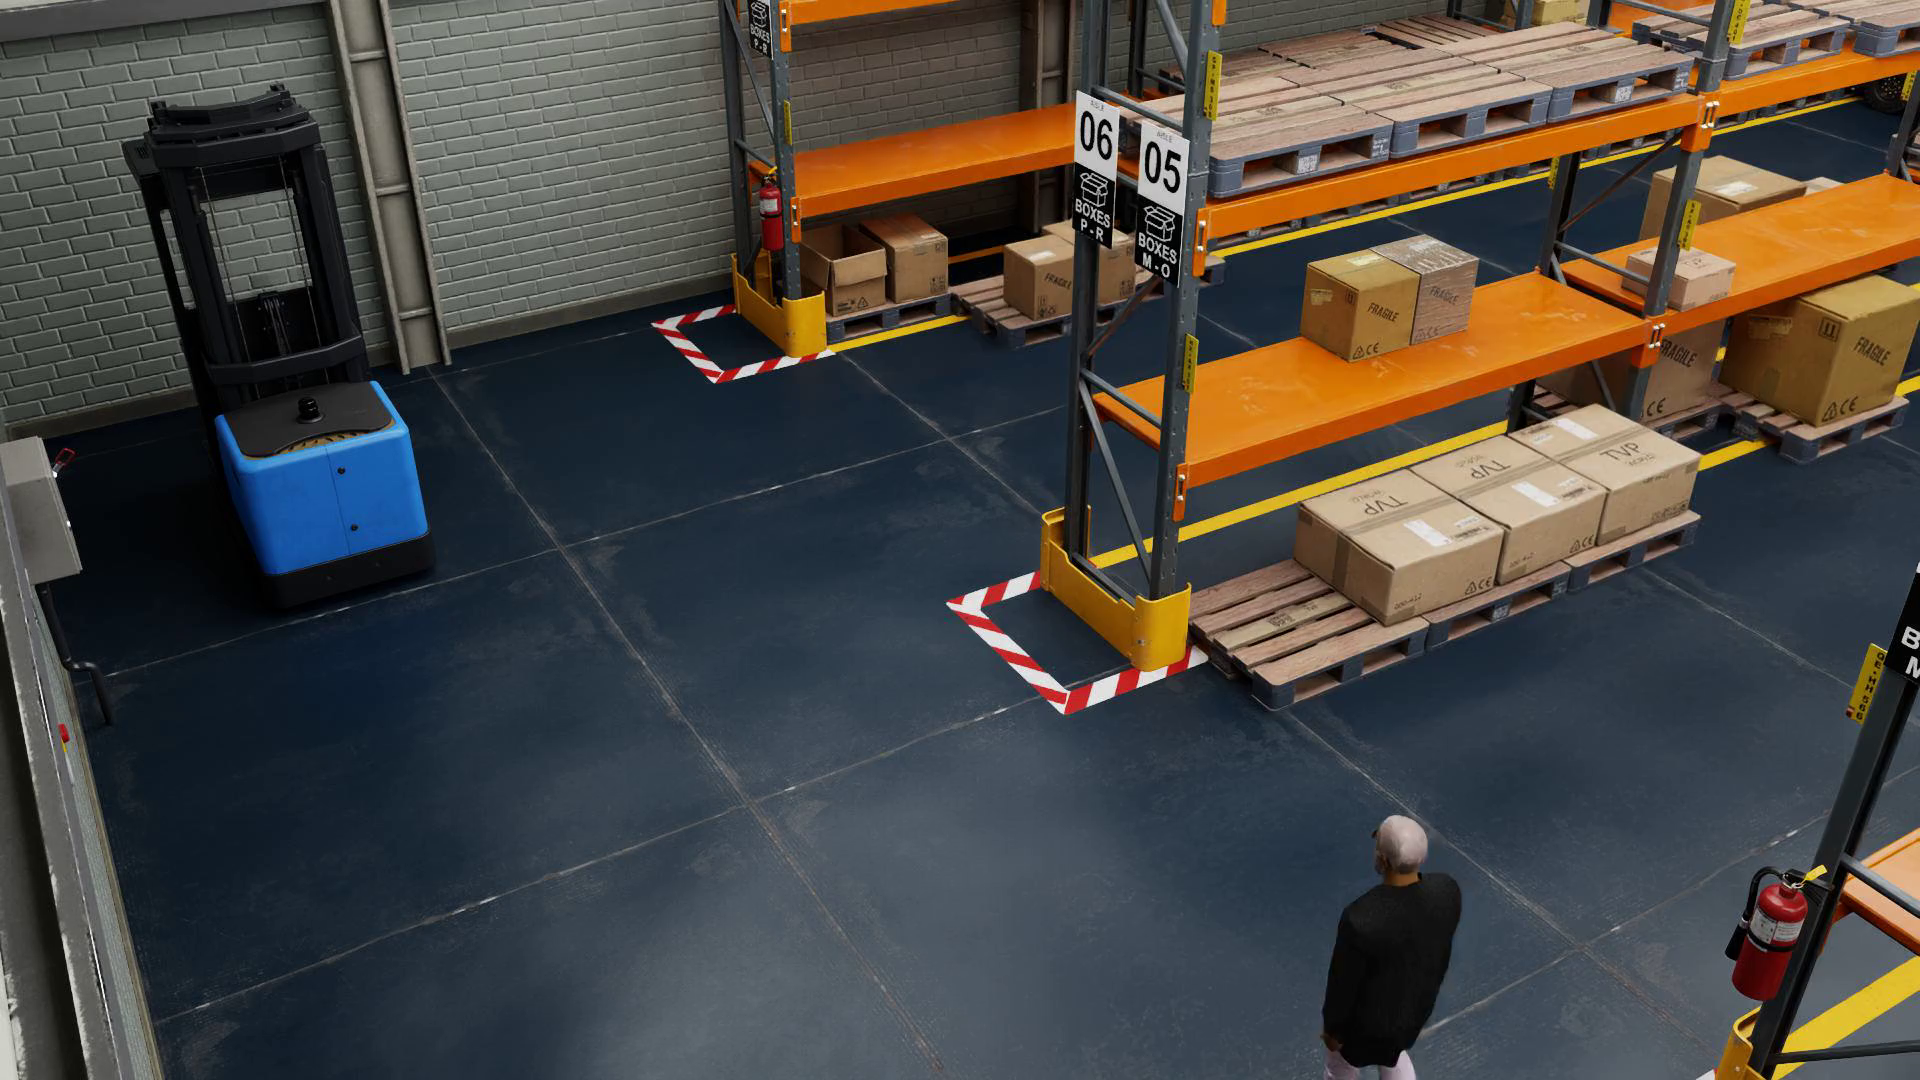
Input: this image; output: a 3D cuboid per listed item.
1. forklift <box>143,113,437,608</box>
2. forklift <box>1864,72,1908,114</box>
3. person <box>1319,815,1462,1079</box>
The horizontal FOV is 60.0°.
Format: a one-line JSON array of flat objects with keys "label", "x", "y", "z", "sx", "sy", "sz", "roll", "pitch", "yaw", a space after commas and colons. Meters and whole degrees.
[{"label": "forklift", "x": -4.289, "y": -1.259, "z": 10.509, "sx": 1.129, "sy": 2.768, "sz": 1.873, "roll": -17, "pitch": 36, "yaw": -26}, {"label": "forklift", "x": 11.468, "y": -5.645, "z": 18.244, "sx": 1.214, "sy": 2.155, "sz": 2.313, "roll": -17, "pitch": 36, "yaw": -26}, {"label": "person", "x": 1.653, "y": 1.829, "z": 6.485, "sx": 0.550, "sy": 1.843, "sz": 0.606, "roll": -11, "pitch": 33, "yaw": -17}]
